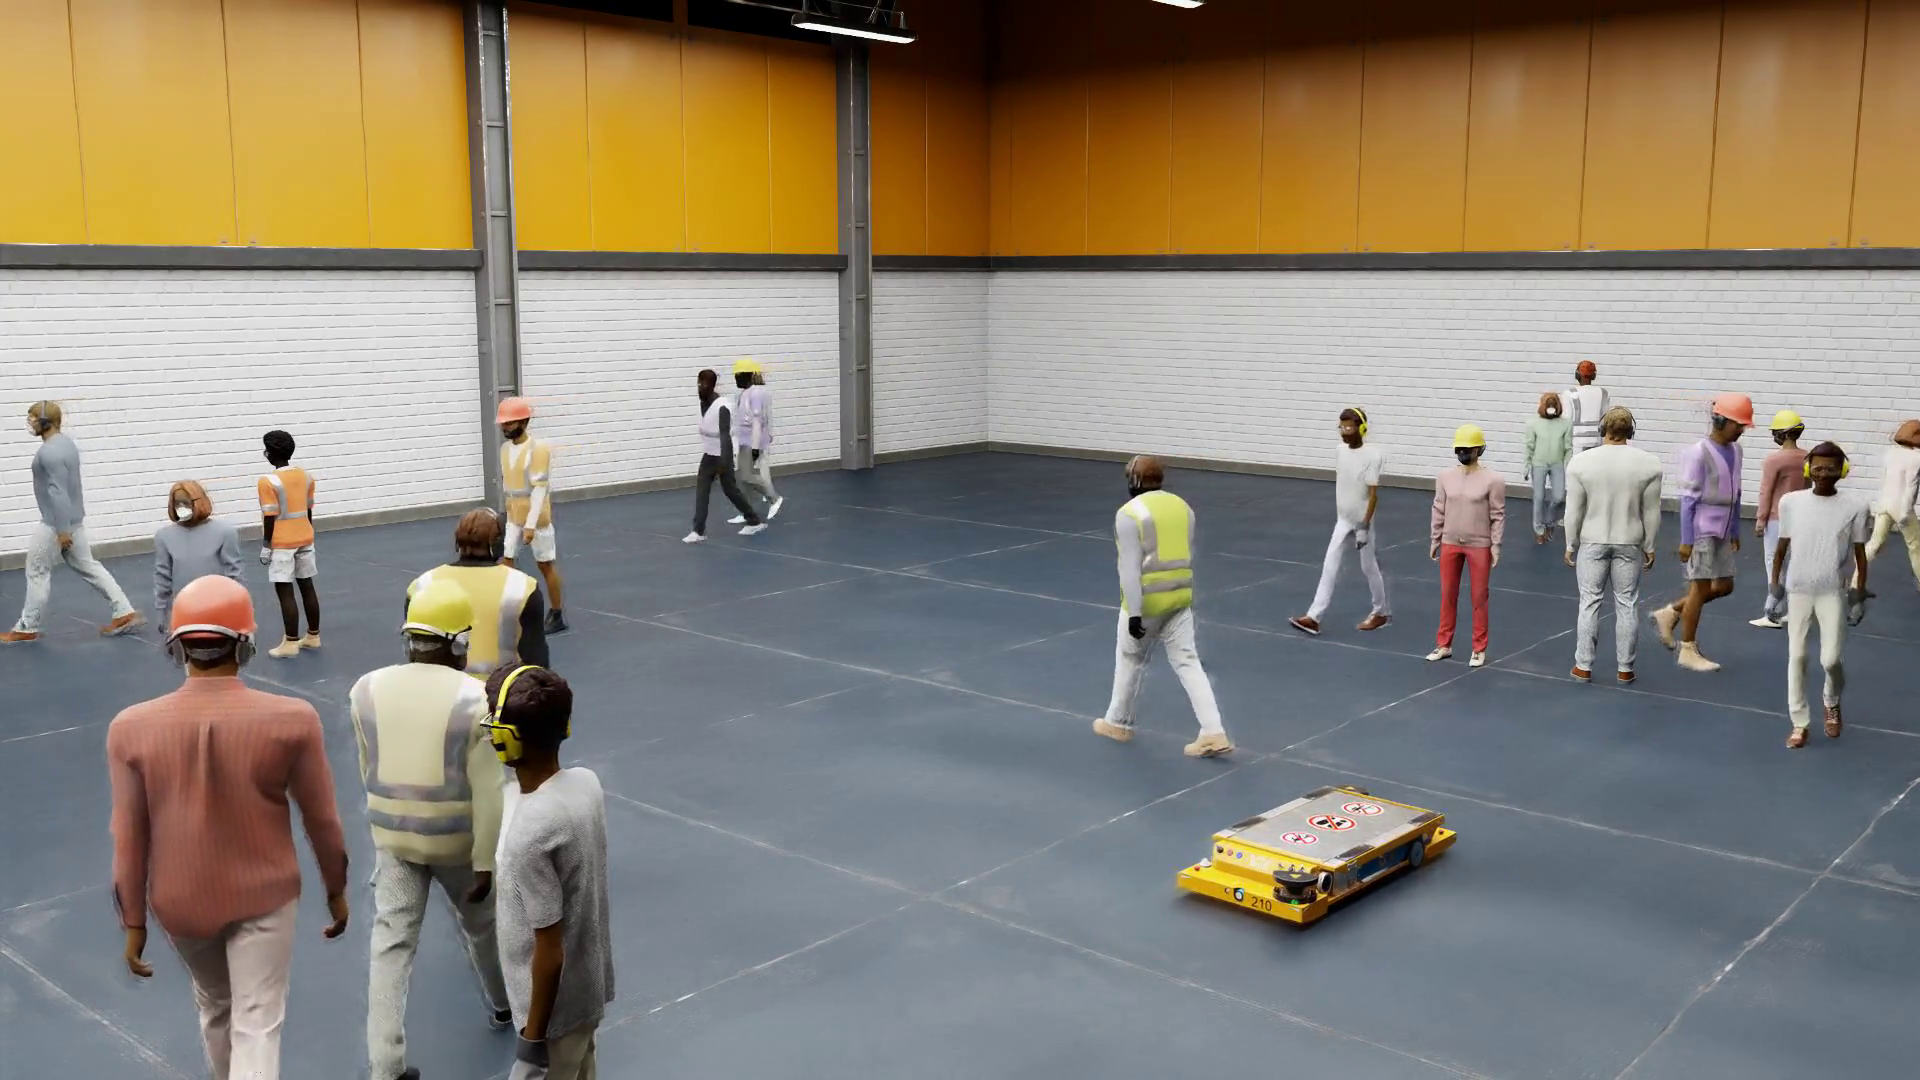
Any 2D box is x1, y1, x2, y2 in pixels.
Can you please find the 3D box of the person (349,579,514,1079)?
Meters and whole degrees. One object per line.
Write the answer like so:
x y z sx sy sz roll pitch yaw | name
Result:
-1.856 1.023 5.903 0.585 1.776 0.977 1 9 7 | person

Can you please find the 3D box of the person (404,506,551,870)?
-2.114 0.763 7.347 0.650 1.824 0.460 0 9 0 | person

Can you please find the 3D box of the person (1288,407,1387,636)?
3.047 -0.136 13.049 1.016 1.805 0.530 -6 11 -33 | person

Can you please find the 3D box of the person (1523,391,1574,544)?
6.181 -0.752 17.481 0.520 1.617 0.377 2 9 10 | person

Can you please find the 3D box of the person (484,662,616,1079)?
-1.050 1.230 4.285 0.314 1.864 0.532 0 9 3 | person

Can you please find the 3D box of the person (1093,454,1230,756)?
1.208 0.387 9.896 0.657 1.779 0.975 -7 11 -36 | person

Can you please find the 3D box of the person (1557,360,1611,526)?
6.994 -1.072 18.688 0.572 1.883 0.356 -1 9 -9 | person

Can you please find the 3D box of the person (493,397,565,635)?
-3.444 -0.146 12.860 0.552 1.890 0.953 6 11 32 | person

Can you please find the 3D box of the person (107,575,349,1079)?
-2.196 1.073 5.034 0.639 1.948 1.030 -2 9 -12 | person

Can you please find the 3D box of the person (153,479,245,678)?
-4.583 0.439 10.008 0.529 1.618 0.345 0 9 -3 | person

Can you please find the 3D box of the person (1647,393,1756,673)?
5.351 -0.067 11.988 0.692 2.008 0.645 -7 11 -36 | person

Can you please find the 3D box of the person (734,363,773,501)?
-2.577 -1.349 20.859 0.485 1.745 0.296 0 9 1 | person

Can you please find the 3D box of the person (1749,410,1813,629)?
6.637 -0.168 13.419 0.522 1.759 0.361 -4 10 -23 | person

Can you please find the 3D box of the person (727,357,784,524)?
-2.361 -1.129 18.947 0.544 1.909 0.605 -4 10 -25 | person

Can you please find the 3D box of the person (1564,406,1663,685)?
4.503 0.041 11.523 0.630 1.940 0.372 2 9 15 | person

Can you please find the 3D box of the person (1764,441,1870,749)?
5.153 0.323 10.007 0.532 1.854 0.434 6 11 35 | person

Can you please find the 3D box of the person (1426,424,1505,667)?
3.664 0.040 12.066 0.533 1.767 0.326 7 11 37 | person

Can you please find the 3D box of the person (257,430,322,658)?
-4.998 0.027 12.363 0.317 1.696 0.540 3 9 18 | person

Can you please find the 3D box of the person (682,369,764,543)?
-2.568 -0.919 17.845 0.950 1.859 0.638 -8 12 -41 | person

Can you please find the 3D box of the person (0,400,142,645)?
-6.931 -0.147 12.870 1.024 1.894 0.649 -3 9 -17 | person

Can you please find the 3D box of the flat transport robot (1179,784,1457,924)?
1.724 1.451 7.884 0.652 0.197 1.431 8 12 42 | flat transport robot

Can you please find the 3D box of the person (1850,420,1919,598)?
8.233 -0.258 14.507 0.882 1.577 0.505 -1 9 -3 | person
